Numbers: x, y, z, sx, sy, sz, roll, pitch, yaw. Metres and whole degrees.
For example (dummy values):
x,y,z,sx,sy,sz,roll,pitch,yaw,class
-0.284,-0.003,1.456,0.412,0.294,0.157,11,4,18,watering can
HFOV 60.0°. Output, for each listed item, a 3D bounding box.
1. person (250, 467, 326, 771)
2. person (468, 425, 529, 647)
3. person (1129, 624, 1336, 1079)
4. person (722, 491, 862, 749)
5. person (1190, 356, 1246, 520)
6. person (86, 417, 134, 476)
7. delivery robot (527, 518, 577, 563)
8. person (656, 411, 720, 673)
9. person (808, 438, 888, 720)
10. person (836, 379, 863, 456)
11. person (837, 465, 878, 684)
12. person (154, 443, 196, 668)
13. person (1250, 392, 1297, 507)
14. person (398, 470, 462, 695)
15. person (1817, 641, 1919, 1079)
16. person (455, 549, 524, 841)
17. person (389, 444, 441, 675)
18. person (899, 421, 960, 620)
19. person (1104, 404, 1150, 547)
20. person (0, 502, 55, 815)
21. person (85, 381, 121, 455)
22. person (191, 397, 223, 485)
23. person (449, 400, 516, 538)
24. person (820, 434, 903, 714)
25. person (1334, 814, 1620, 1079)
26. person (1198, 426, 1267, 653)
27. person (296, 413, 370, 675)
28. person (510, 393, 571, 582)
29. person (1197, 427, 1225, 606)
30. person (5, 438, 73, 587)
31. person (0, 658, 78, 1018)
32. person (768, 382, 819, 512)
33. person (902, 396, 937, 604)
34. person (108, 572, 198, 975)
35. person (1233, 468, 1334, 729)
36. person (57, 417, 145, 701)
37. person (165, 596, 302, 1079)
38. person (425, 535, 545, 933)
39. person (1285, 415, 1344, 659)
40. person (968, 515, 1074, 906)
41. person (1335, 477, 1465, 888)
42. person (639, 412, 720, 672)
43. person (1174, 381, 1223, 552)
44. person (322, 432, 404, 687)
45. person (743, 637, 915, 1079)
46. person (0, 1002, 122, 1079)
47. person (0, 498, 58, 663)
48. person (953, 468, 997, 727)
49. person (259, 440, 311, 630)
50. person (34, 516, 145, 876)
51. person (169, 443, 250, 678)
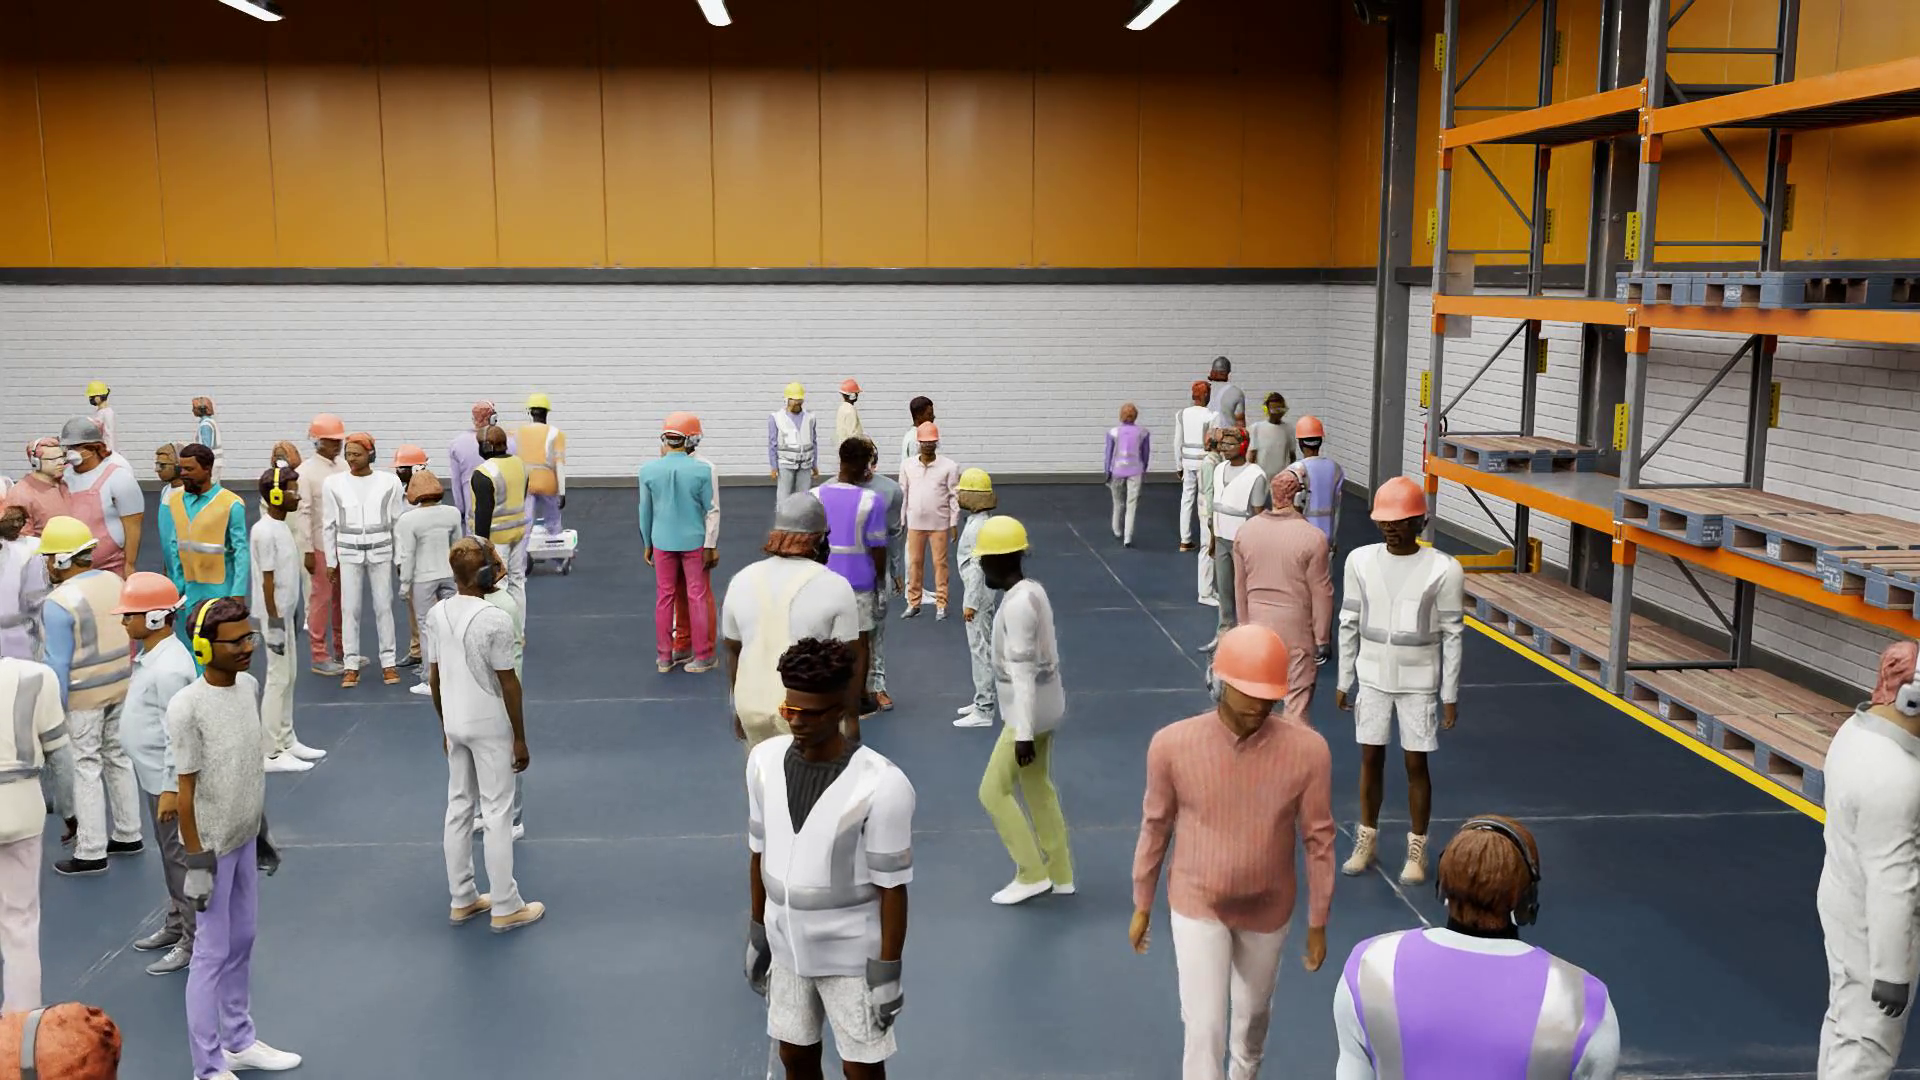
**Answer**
x,y,z,sx,sy,sz,roll,pitch,yaw,class
-4.140,0.483,10.190,0.341,1.865,0.528,-2,9,-10,person
-3.710,-0.006,13.326,0.429,1.842,0.626,3,9,17,person
0.902,1.188,5.551,0.661,1.944,1.024,0,9,3,person
-0.784,0.763,7.866,0.719,2.000,0.657,4,10,23,person
3.207,-1.252,20.523,0.689,2.000,0.537,4,10,25,person
-6.876,-0.027,13.250,0.654,1.905,0.408,4,10,23,person
-4.241,0.026,16.855,0.707,0.478,0.477,-3,10,-17,delivery robot
-2.087,0.008,12.741,0.621,1.997,0.372,8,12,42,person
-0.790,0.289,11.230,0.653,1.953,0.485,2,9,12,person
-1.339,-1.099,20.458,0.330,1.750,0.572,-3,10,-18,person
-0.748,0.189,12.355,0.320,1.754,0.571,-1,9,-4,person
-5.535,0.221,11.886,0.515,1.843,0.326,7,11,35,person
3.165,-0.573,16.870,0.555,1.856,0.374,0,9,1,person
-3.820,0.303,12.028,0.283,1.633,0.499,8,12,40,person
2.950,1.247,5.305,0.401,1.895,0.652,4,10,22,person
-2.527,0.808,8.856,0.507,1.632,0.275,6,11,35,person
-4.151,0.140,12.675,0.326,1.752,0.563,-8,12,-43,person
-0.283,-0.167,14.592,0.567,1.754,0.330,3,9,16,person
1.876,-0.737,18.716,0.494,1.586,0.903,2,9,10,person
-5.249,0.649,9.040,0.592,1.910,0.532,-9,12,-43,person
-10.286,-1.027,19.999,0.339,1.761,0.524,-8,12,-41,person
-8.675,-0.838,19.210,0.313,1.637,0.515,-4,10,-23,person
-4.237,-0.304,14.985,0.639,1.910,0.407,1,9,6,person
-0.684,0.231,11.530,0.630,1.940,0.372,-3,10,-20,person
1.162,1.516,3.765,0.622,1.843,0.429,5,10,27,person
2.186,0.019,13.143,0.389,1.847,0.566,-6,11,-31,person
-4.777,0.029,12.657,0.406,1.986,0.619,3,10,19,person
-4.213,-0.528,16.575,0.623,1.861,1.006,1,9,5,person
2.331,-0.220,15.293,0.306,1.639,0.523,3,9,16,person
-6.281,0.241,11.566,0.409,1.909,0.643,1,9,5,person
-3.747,1.073,6.407,0.612,1.891,0.885,-5,10,-29,person
-1.859,-0.855,18.685,0.600,1.829,0.404,-5,10,-29,person
-0.387,-0.371,15.372,0.388,1.919,0.593,0,9,-3,person
-3.485,1.001,7.271,0.324,1.752,0.560,-6,11,-33,person
1.919,0.525,9.781,0.641,1.908,0.407,9,12,43,person
-6.153,0.143,11.762,0.676,2.000,0.536,2,9,11,person
-2.686,1.124,6.135,0.333,1.872,0.515,1,9,6,person
-2.208,0.891,7.680,0.508,1.845,0.345,4,10,26,person
2.726,-0.008,13.041,0.549,1.932,0.373,-5,10,-28,person
0.306,0.828,7.976,0.565,1.891,0.603,1,9,8,person
2.168,0.707,8.255,0.639,2.040,0.406,6,11,33,person
-2.123,0.022,12.662,0.617,1.994,0.381,1,9,4,person
2.613,-0.793,18.129,0.584,1.882,0.346,7,12,38,person
-4.385,0.141,12.265,0.576,1.883,0.354,-3,10,-19,person
-0.414,1.247,5.112,0.605,1.959,0.379,6,11,33,person
-1.401,1.655,2.758,0.337,1.882,0.585,-4,10,-26,person
-5.970,0.547,10.521,0.521,1.633,0.315,-8,12,-42,person
0.103,0.382,11.190,0.294,1.744,0.486,1,9,7,person
-5.701,-0.037,14.169,0.507,1.630,0.268,0,9,1,person
-4.435,0.780,8.441,0.403,1.824,0.598,1,9,7,person
-5.012,0.303,11.141,0.590,1.920,0.398,3,10,20,person
